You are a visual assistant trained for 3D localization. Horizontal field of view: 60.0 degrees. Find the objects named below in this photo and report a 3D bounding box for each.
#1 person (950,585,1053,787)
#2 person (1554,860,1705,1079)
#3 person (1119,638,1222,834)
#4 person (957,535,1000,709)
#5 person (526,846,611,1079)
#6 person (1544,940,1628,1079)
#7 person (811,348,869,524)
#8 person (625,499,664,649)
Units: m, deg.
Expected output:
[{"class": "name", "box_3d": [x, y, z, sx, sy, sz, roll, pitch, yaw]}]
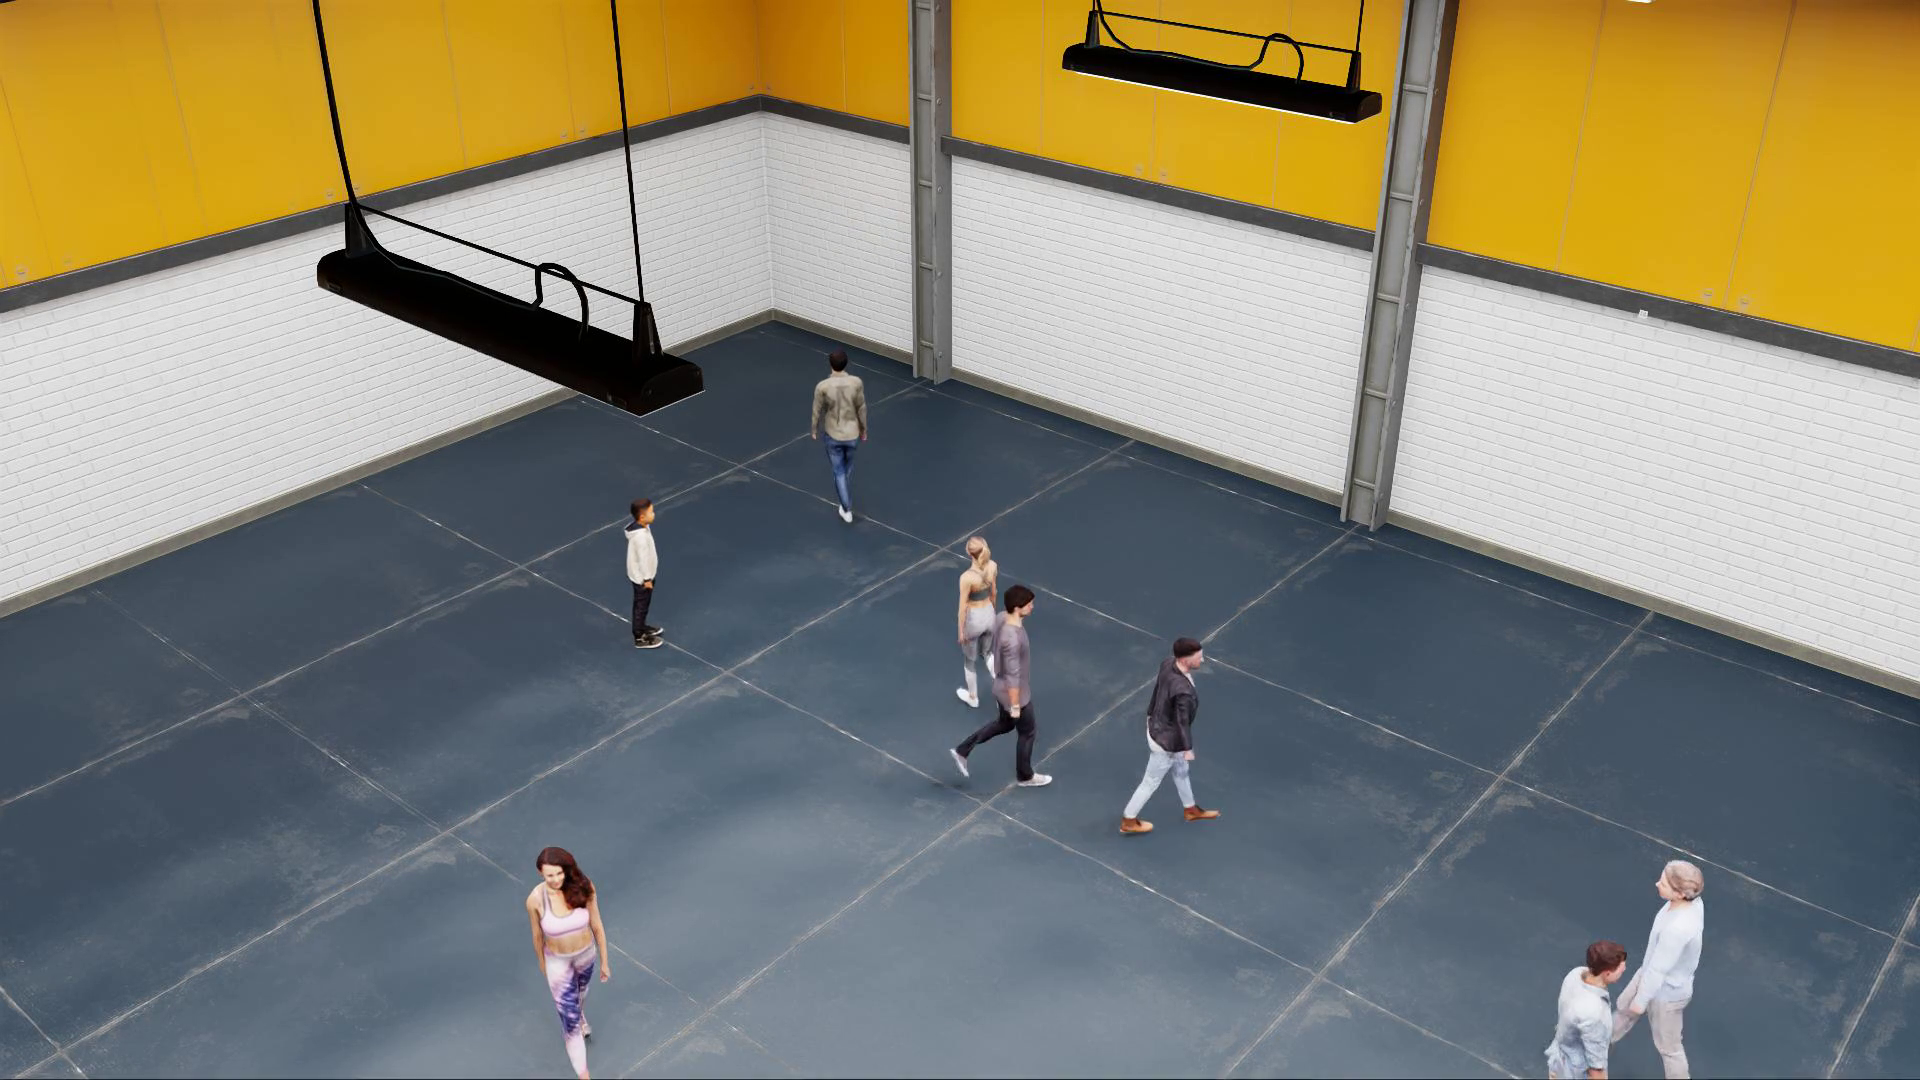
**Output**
[{"class": "person", "box_3d": [0.316, 1.182, 13.079, 1.132, 1.819, 1.095, -4, 29, -7]}, {"class": "person", "box_3d": [4.400, 2.758, 10.150, 1.156, 1.857, 0.848, 14, 32, 24]}, {"class": "person", "box_3d": [1.476, 1.498, 12.524, 1.146, 1.797, 1.085, -4, 29, -8]}, {"class": "person", "box_3d": [0.209, 0.737, 14.023, 0.675, 1.697, 0.894, -21, 35, -33]}, {"class": "person", "box_3d": [-2.482, 2.624, 10.561, 0.914, 1.700, 1.278, -14, 32, -24]}, {"class": "person", "box_3d": [3.452, 3.049, 9.653, 0.971, 1.823, 0.836, 11, 30, 19]}, {"class": "person", "box_3d": [-1.201, -1.037, 17.130, 1.032, 1.835, 1.188, -10, 30, -18]}, {"class": "person", "box_3d": [-2.898, 0.297, 15.092, 0.723, 1.446, 0.645, -5, 29, -9]}]
